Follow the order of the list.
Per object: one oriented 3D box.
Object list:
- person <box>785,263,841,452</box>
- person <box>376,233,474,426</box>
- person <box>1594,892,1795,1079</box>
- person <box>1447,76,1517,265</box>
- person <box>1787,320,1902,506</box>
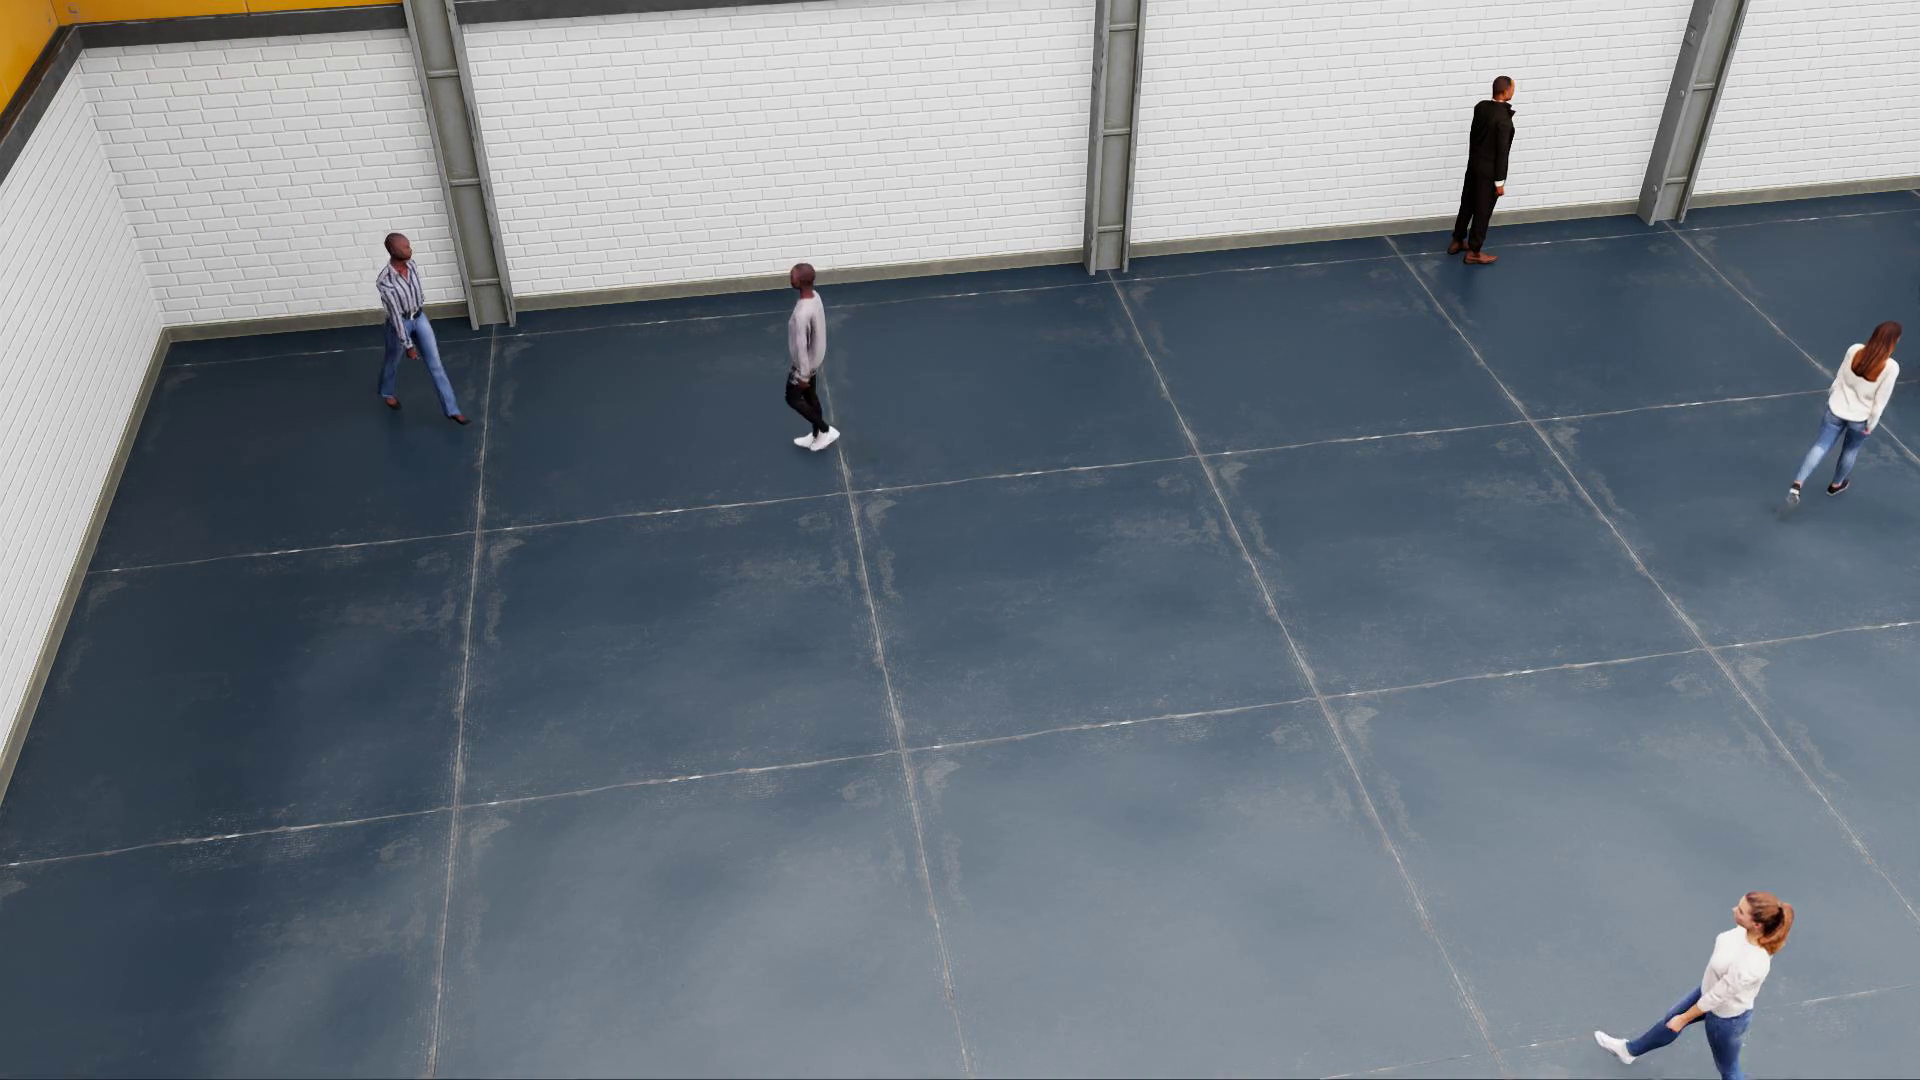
[{"bbox_3d":[-1.165,-1.464,13.677,0.746,1.758,0.716,4,39,5],"label":"person"},{"bbox_3d":[-4.755,-1.763,14.076,1.270,1.726,1.143,19,43,23],"label":"person"},{"bbox_3d":[4.111,2.520,8.759,1.183,1.671,1.063,18,42,22],"label":"person"},{"bbox_3d":[5.138,-3.625,16.265,0.674,1.905,0.728,-13,41,-16],"label":"person"},{"bbox_3d":[6.985,-0.966,13.121,1.140,1.674,0.934,-27,46,-29],"label":"person"}]
